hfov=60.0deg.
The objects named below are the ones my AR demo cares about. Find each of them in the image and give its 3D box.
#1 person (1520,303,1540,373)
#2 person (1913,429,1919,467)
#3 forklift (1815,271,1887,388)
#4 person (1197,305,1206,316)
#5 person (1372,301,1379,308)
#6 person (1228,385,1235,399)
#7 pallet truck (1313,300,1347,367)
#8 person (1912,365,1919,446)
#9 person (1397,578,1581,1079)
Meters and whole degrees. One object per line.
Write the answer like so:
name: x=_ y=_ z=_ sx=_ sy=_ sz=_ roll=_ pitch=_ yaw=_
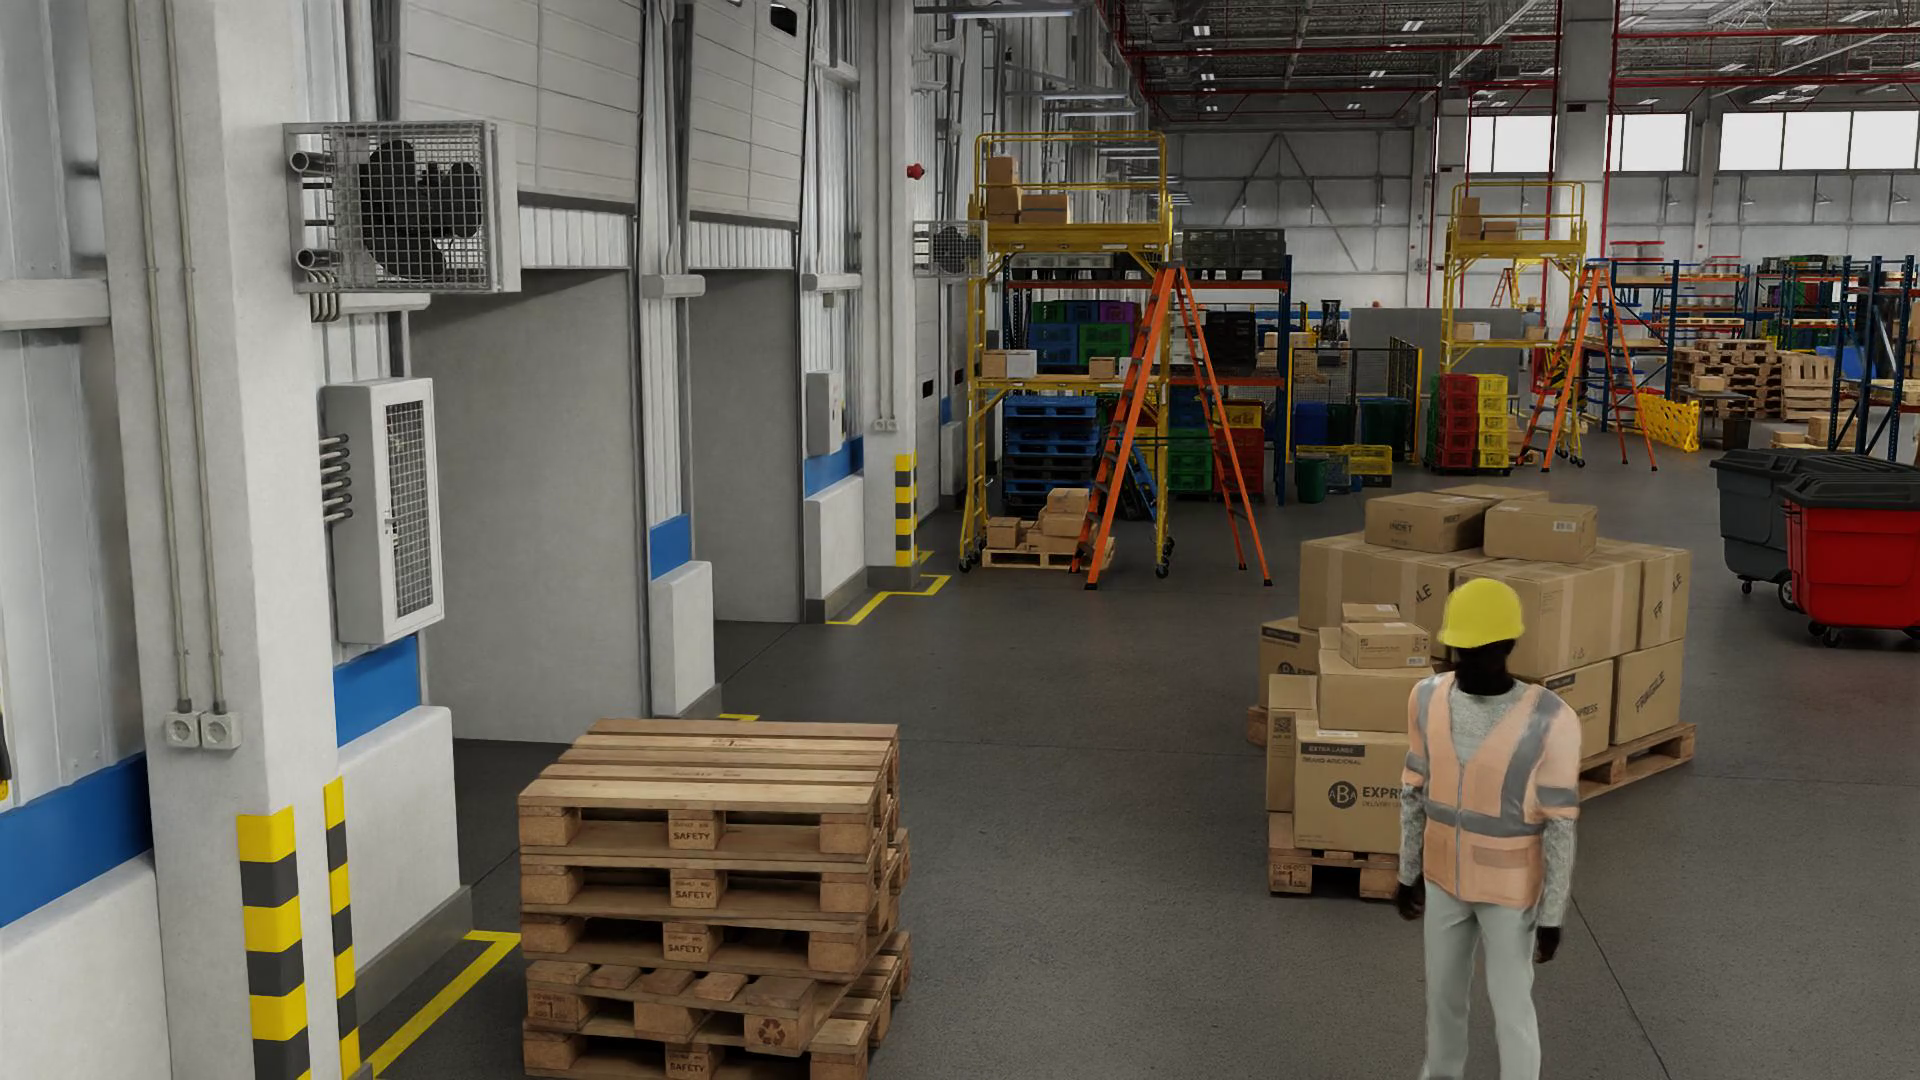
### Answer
person: x=15.873 y=-5.625 z=46.356 sx=0.629 sy=1.940 sz=0.379 roll=-1 pitch=9 yaw=-4
person: x=10.201 y=-0.880 z=17.394 sx=0.346 sy=1.841 sz=0.506 roll=-2 pitch=9 yaw=-13
forklift: x=20.825 y=-4.777 z=38.230 sx=1.873 sy=2.768 sz=1.129 roll=1 pitch=9 yaw=9
person: x=6.414 y=-5.317 z=44.498 sx=0.543 sy=1.929 sz=0.387 roll=-9 pitch=13 yaw=-42
person: x=13.140 y=-6.610 z=52.599 sx=0.582 sy=1.882 sz=0.338 roll=-8 pitch=12 yaw=-42
person: x=5.700 y=-3.606 z=34.852 sx=0.315 sy=1.634 sz=0.516 roll=-2 pitch=10 yaw=-15
pallet truck: x=11.159 y=-6.200 z=49.718 sx=0.823 sy=1.965 sz=1.885 roll=4 pitch=10 yaw=26
person: x=15.676 y=-2.362 z=26.852 sx=0.485 sy=1.737 sz=0.320 roll=-4 pitch=10 yaw=-24
person: x=1.616 y=1.059 z=5.204 sx=0.398 sy=1.919 sz=0.588 roll=-8 pitch=12 yaw=-40
